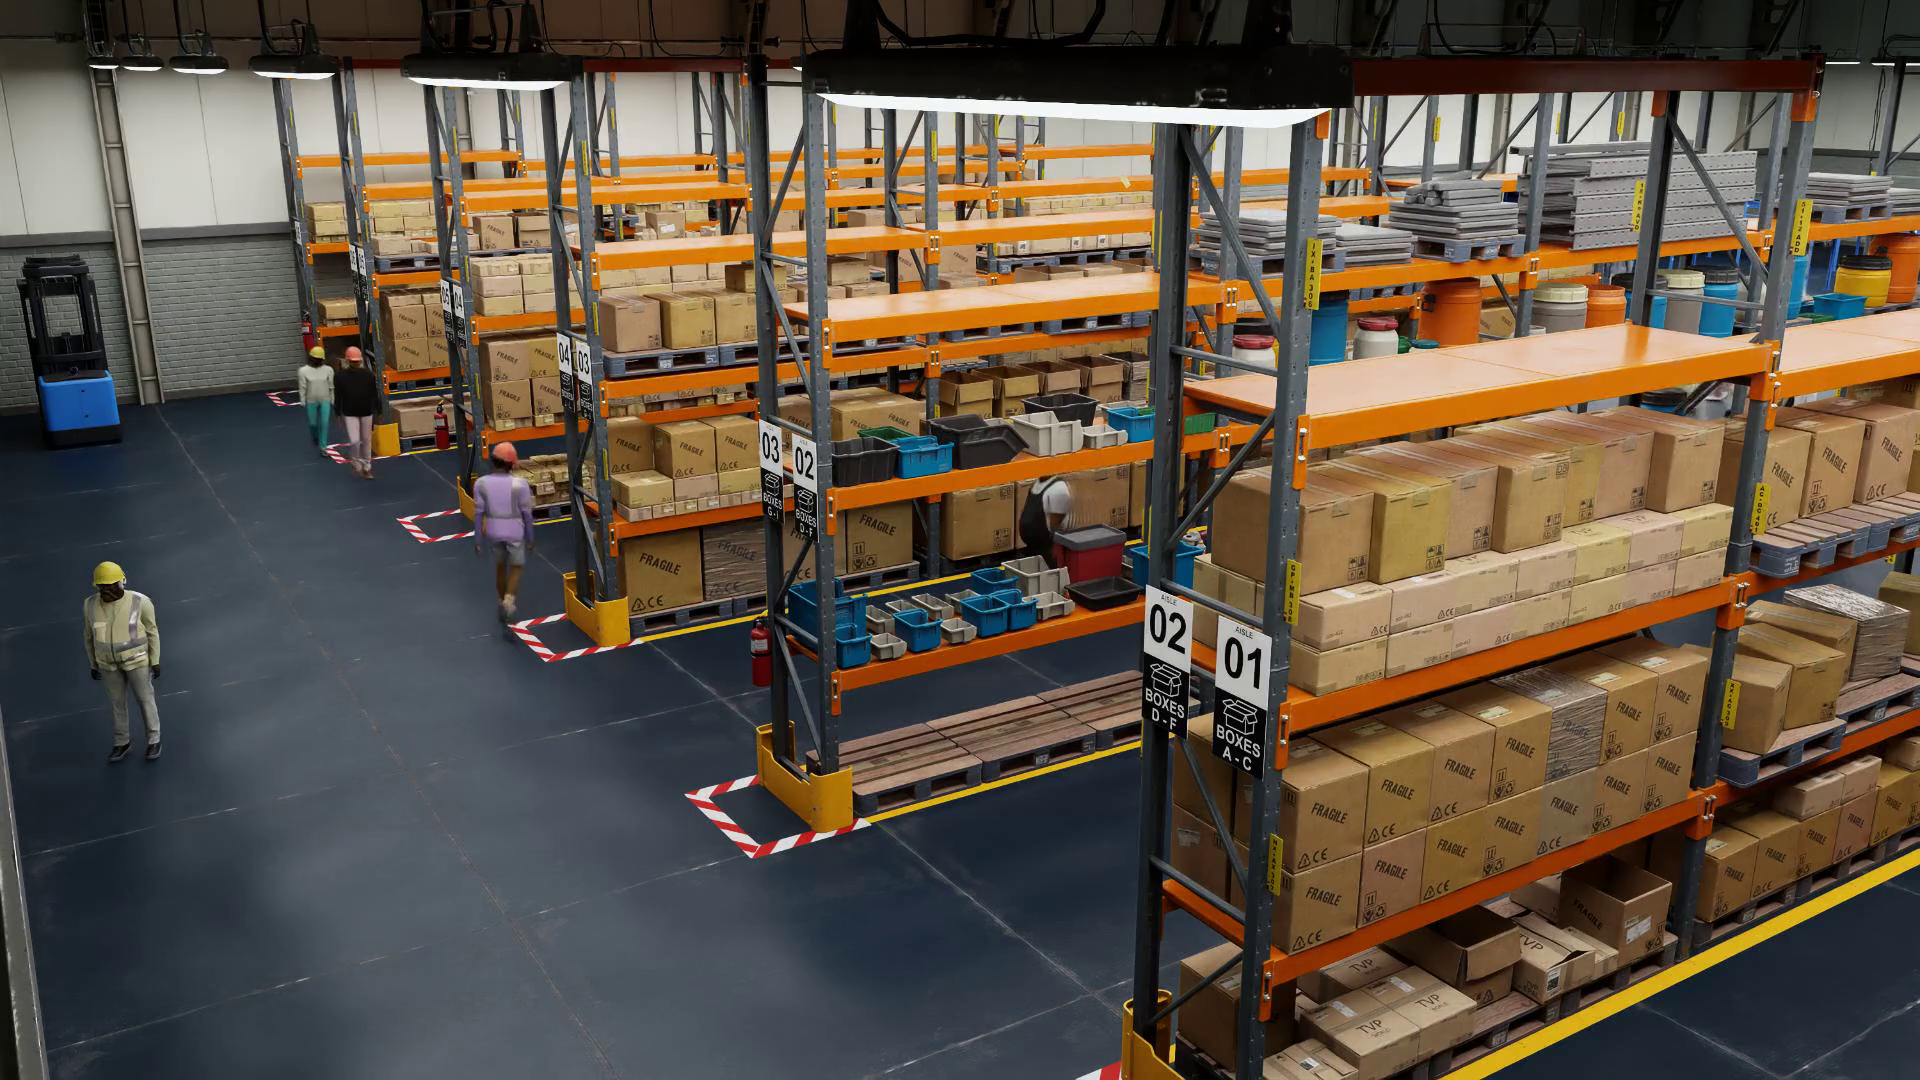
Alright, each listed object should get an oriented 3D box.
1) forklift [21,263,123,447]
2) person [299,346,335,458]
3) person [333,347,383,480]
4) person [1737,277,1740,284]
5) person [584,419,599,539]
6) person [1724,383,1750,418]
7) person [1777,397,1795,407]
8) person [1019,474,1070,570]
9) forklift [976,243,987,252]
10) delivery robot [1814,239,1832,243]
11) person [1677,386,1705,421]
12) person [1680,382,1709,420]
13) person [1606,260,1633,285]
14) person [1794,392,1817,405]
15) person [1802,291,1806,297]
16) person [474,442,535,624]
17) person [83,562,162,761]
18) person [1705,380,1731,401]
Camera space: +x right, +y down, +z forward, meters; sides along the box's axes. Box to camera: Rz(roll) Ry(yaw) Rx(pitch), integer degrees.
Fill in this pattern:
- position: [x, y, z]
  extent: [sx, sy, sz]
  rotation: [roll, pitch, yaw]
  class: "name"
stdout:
- position: [-14.518, -3.079, 25.708]
  extent: [1.129, 2.768, 1.873]
  rotation: [-10, 20, -31]
  class: "forklift"
- position: [-10.023, -2.192, 24.643]
  extent: [0.536, 1.734, 0.578]
  rotation: [-8, 19, -25]
  class: "person"
- position: [-8.782, -1.845, 23.104]
  extent: [0.652, 1.975, 0.548]
  rotation: [-11, 20, -32]
  class: "person"
- position: [15.830, -4.649, 32.487]
  extent: [0.508, 1.872, 0.328]
  rotation: [-6, 18, -18]
  class: "person"
- position: [-4.533, -0.892, 20.262]
  extent: [0.594, 1.823, 0.625]
  rotation: [-2, 17, -5]
  class: "person"
- position: [11.709, -1.984, 23.656]
  extent: [0.385, 1.923, 0.611]
  rotation: [-2, 17, -6]
  class: "person"
- position: [11.879, -1.717, 22.916]
  extent: [0.507, 1.846, 0.351]
  rotation: [-11, 20, -32]
  class: "person"
- position: [0.973, -0.040, 17.160]
  extent: [0.698, 2.000, 0.696]
  rotation: [-6, 18, -20]
  class: "person"
- position: [0.988, -5.474, 34.718]
  extent: [1.214, 2.155, 2.313]
  rotation: [-10, 20, -31]
  class: "forklift"
- position: [28.589, -10.070, 52.396]
  extent: [0.477, 0.478, 0.707]
  rotation: [-11, 20, -31]
  class: "delivery robot"
- position: [12.055, -2.775, 26.317]
  extent: [1.029, 1.884, 0.607]
  rotation: [0, 17, 2]
  class: "person"
- position: [11.382, -2.182, 24.493]
  extent: [0.444, 1.813, 0.624]
  rotation: [7, 18, 21]
  class: "person"
- position: [15.962, -6.435, 38.230]
  extent: [0.372, 1.940, 0.630]
  rotation: [-16, 23, -42]
  class: "person"
- position: [14.540, -2.978, 27.059]
  extent: [0.429, 1.844, 0.626]
  rotation: [-2, 17, -8]
  class: "person"
- position: [21.017, -6.684, 39.614]
  extent: [0.837, 1.603, 0.526]
  rotation: [16, 23, 42]
  class: "person"
- position: [-4.984, -0.050, 17.168]
  extent: [0.656, 2.021, 0.717]
  rotation: [0, 17, 0]
  class: "person"
- position: [-7.338, 1.057, 13.843]
  extent: [0.601, 1.830, 0.403]
  rotation: [-2, 17, -7]
  class: "person"
- position: [13.696, -3.424, 28.429]
  extent: [0.429, 1.887, 0.674]
  rotation: [5, 18, 16]
  class: "person"
